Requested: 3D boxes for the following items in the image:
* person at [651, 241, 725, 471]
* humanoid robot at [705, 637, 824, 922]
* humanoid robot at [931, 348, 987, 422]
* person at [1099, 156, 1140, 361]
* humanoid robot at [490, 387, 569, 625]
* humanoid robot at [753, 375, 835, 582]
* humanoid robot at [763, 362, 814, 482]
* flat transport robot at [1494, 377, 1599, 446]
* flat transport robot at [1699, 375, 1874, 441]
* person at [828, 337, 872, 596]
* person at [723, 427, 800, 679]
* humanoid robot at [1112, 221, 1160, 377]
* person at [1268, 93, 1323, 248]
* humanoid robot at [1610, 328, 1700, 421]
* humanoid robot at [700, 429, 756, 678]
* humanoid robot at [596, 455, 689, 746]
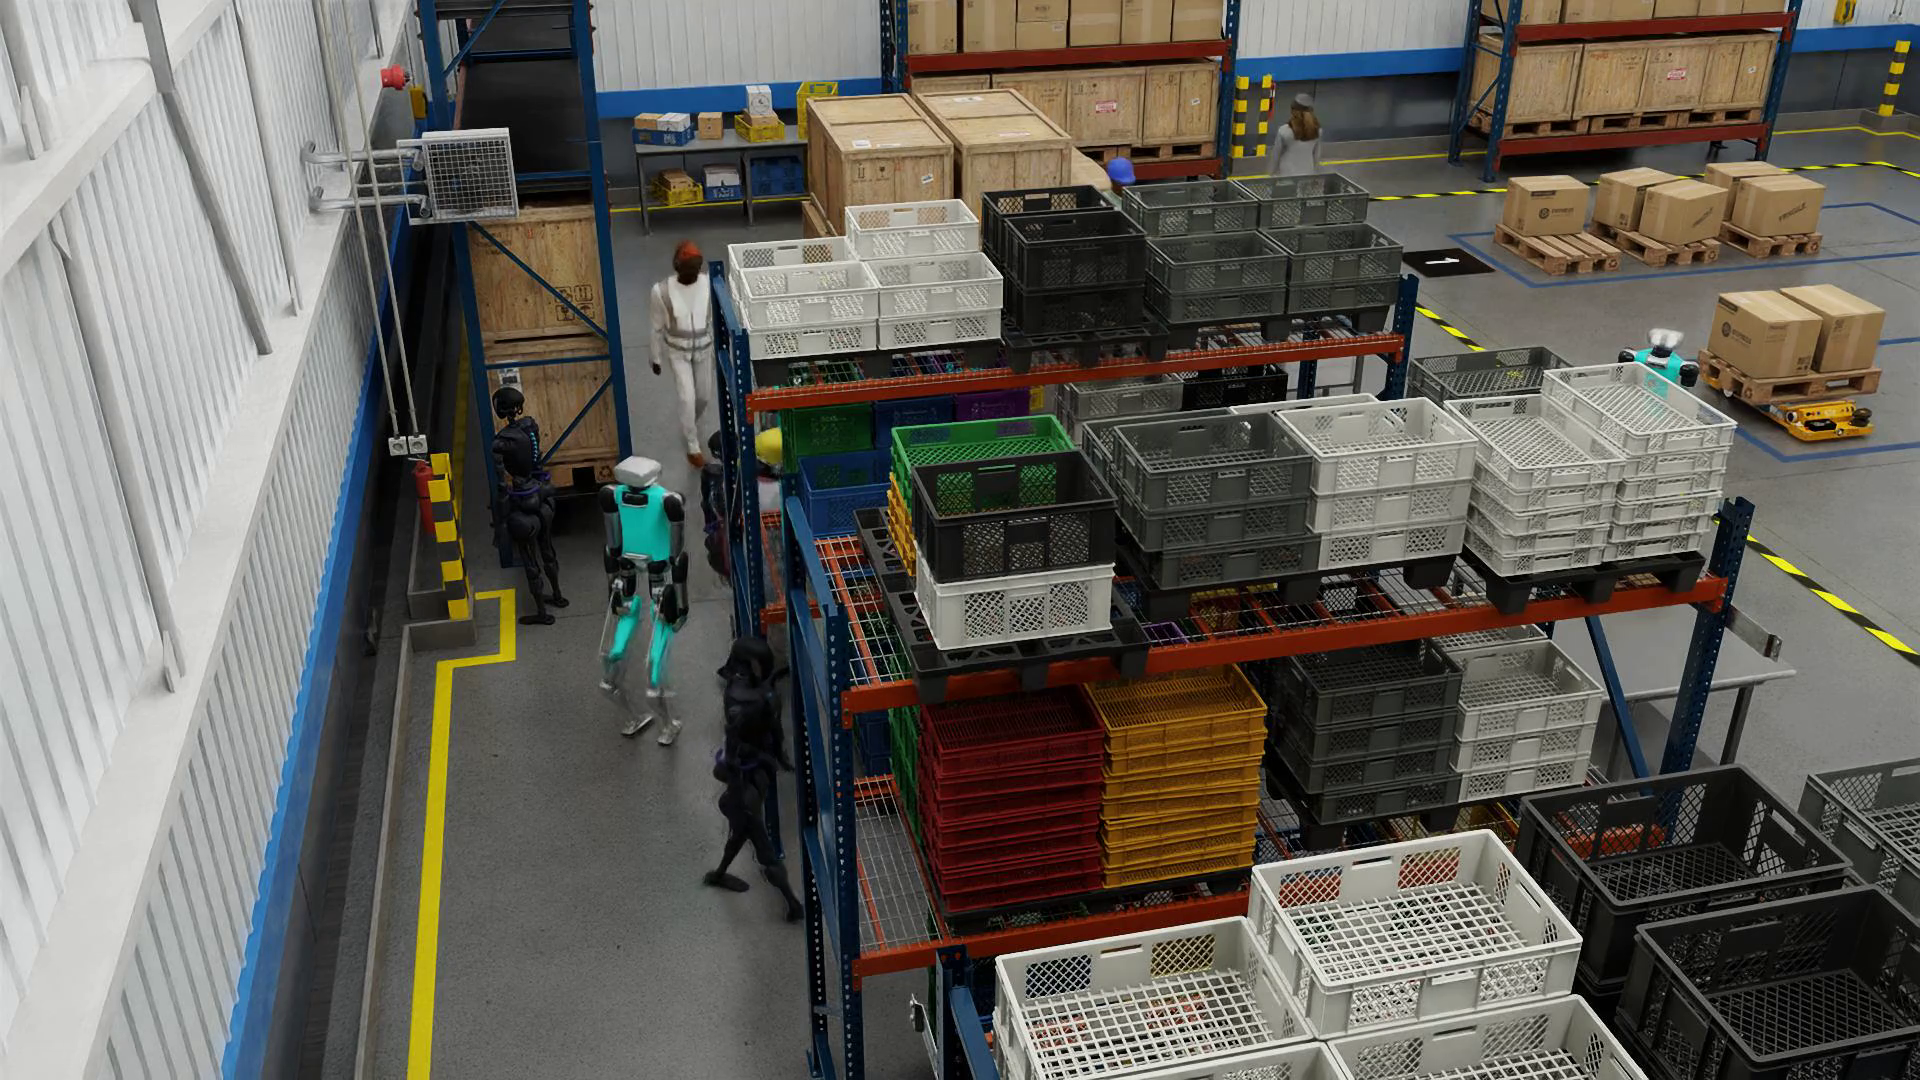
[{"bbox_3d":[-2.157,-1.531,13.254,0.624,1.852,0.726,-11,30,-19],"label":"person"},{"bbox_3d":[-1.001,1.172,8.356,0.767,1.627,0.595,8,29,16],"label":"humanoid robot"},{"bbox_3d":[0.114,-0.574,11.459,0.530,1.697,0.743,-12,30,-21],"label":"humanoid robot"},{"bbox_3d":[1.390,-2.534,15.074,0.608,1.938,0.430,-22,35,-35],"label":"person"},{"bbox_3d":[-2.865,-0.229,10.951,0.315,1.659,0.599,8,29,14],"label":"humanoid robot"},{"bbox_3d":[-0.983,-0.429,11.399,0.783,1.866,0.530,-13,30,-22],"label":"humanoid robot"},{"bbox_3d":[-1.349,-0.530,11.452,0.821,1.749,0.589,13,30,22],"label":"humanoid robot"},{"bbox_3d":[4.780,-1.036,14.013,0.659,0.231,1.431,-6,28,-12],"label":"flat transport robot"},{"bbox_3d":[7.142,-1.255,14.398,0.652,0.197,1.431,-6,28,-12],"label":"flat transport robot"},{"bbox_3d":[-0.734,-0.512,11.118,0.372,2.044,0.603,-7,29,-13],"label":"person"},{"bbox_3d":[-1.196,0.183,10.064,0.610,1.797,0.771,21,35,35],"label":"person"},{"bbox_3d":[1.453,-1.982,14.322,0.600,1.630,0.584,1,28,2],"label":"humanoid robot"},{"bbox_3d":[3.622,-3.954,17.995,0.574,1.732,0.919,-13,30,-23],"label":"person"},{"bbox_3d":[4.888,-0.778,11.800,0.533,1.681,0.735,16,32,28],"label":"humanoid robot"},{"bbox_3d":[-1.393,0.056,10.445,0.591,1.641,0.605,21,34,34],"label":"humanoid robot"},{"bbox_3d":[-1.885,0.418,9.622,0.542,1.738,0.697,9,29,16],"label":"humanoid robot"}]
